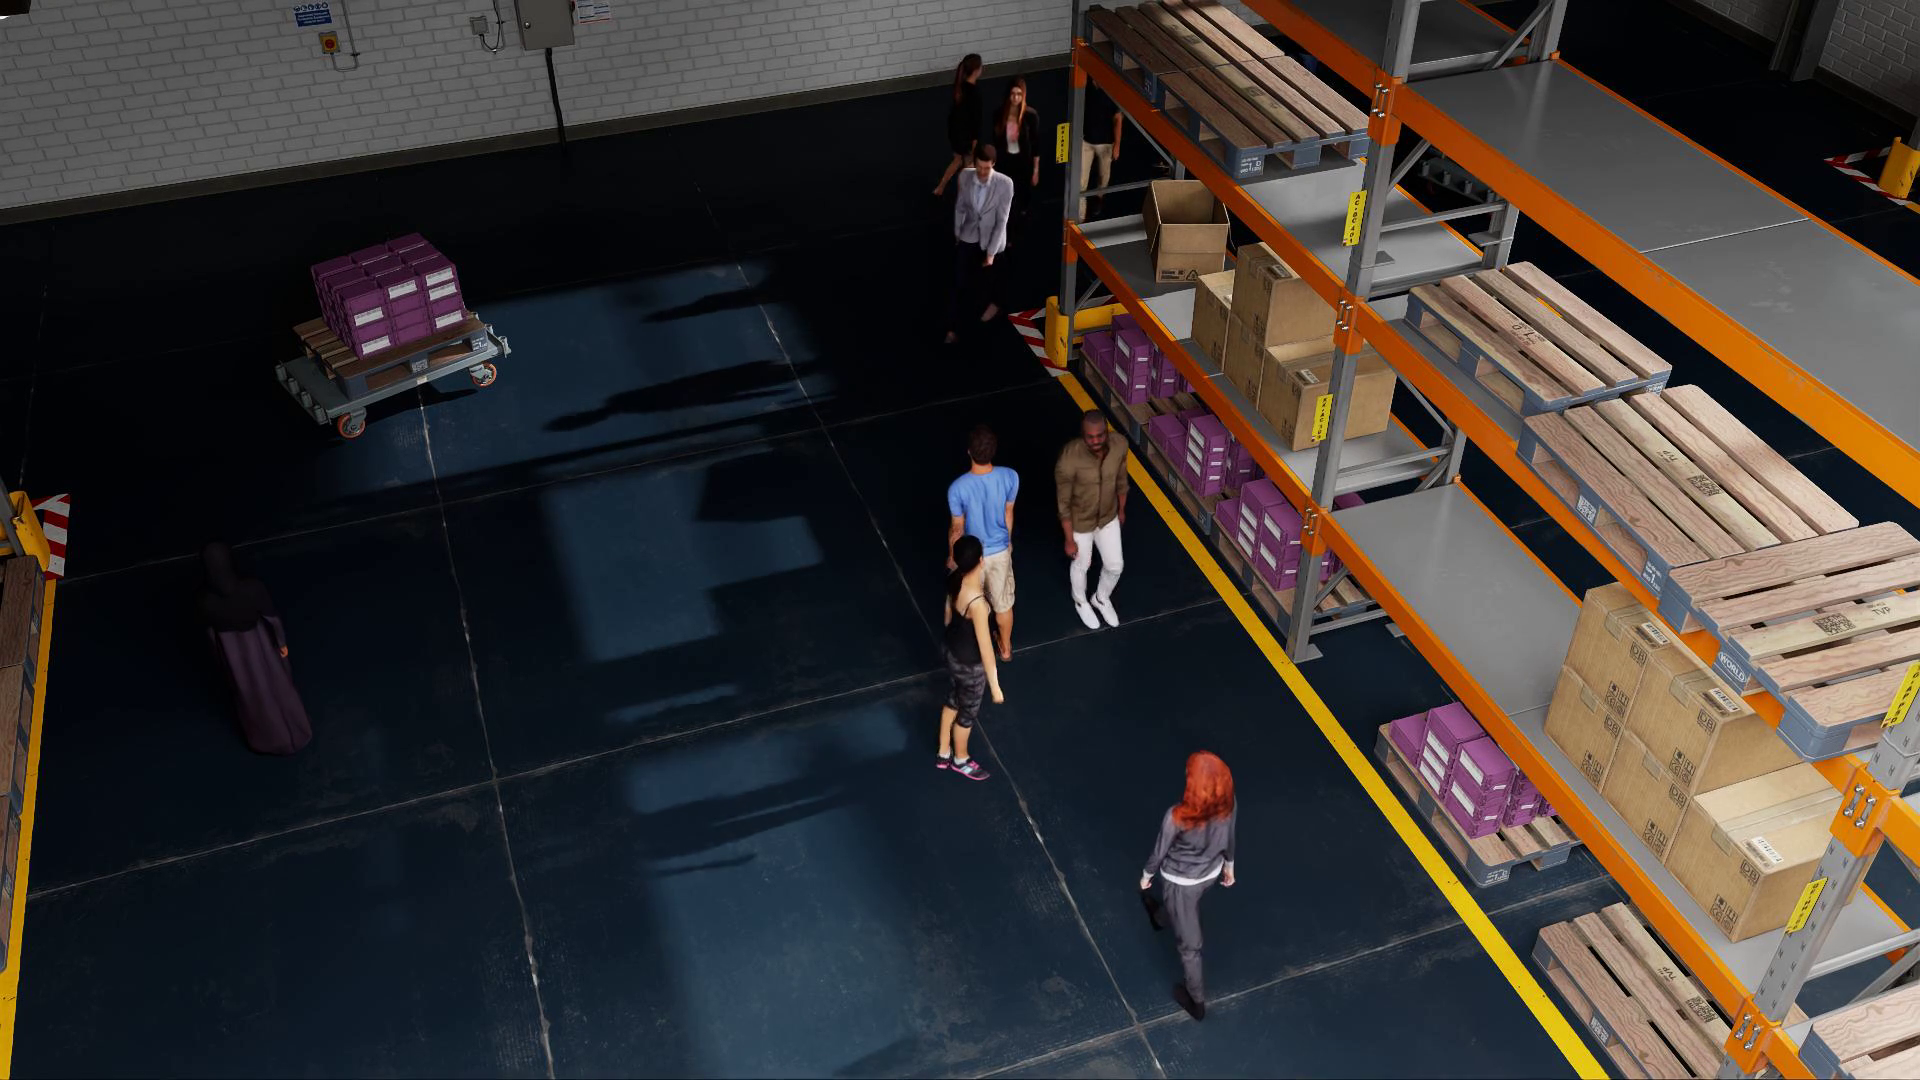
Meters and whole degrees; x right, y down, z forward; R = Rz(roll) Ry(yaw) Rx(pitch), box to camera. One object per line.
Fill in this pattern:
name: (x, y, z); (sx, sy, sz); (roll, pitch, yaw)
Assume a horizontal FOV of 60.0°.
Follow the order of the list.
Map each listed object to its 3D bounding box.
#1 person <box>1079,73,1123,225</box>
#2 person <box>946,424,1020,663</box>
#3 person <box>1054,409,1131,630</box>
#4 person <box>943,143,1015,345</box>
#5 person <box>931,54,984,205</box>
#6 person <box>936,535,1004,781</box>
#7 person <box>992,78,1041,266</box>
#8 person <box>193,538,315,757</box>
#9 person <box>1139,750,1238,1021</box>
person: (1.276, -3.740, 15.448); (1.086, 1.788, 1.308); (8, 39, 9)
person: (0.148, 0.067, 10.621); (0.655, 1.863, 0.564); (-15, 41, -17)
person: (0.820, -0.183, 10.982); (0.753, 1.804, 0.656); (-18, 42, -21)
person: (0.248, -2.537, 13.946); (1.177, 1.782, 1.280); (17, 42, 20)
person: (-0.013, -3.827, 15.768); (0.763, 1.524, 0.787); (-31, 48, -33)
person: (-0.003, 0.700, 9.947); (0.792, 1.716, 0.523); (-7, 39, -9)
person: (0.523, -3.449, 15.179); (0.984, 1.669, 1.228); (6, 39, 7)
person: (-4.329, 0.647, 10.093); (0.611, 1.616, 0.602); (-10, 40, -13)
person: (1.218, 1.804, 8.545); (0.699, 1.740, 1.069); (-17, 42, -21)
